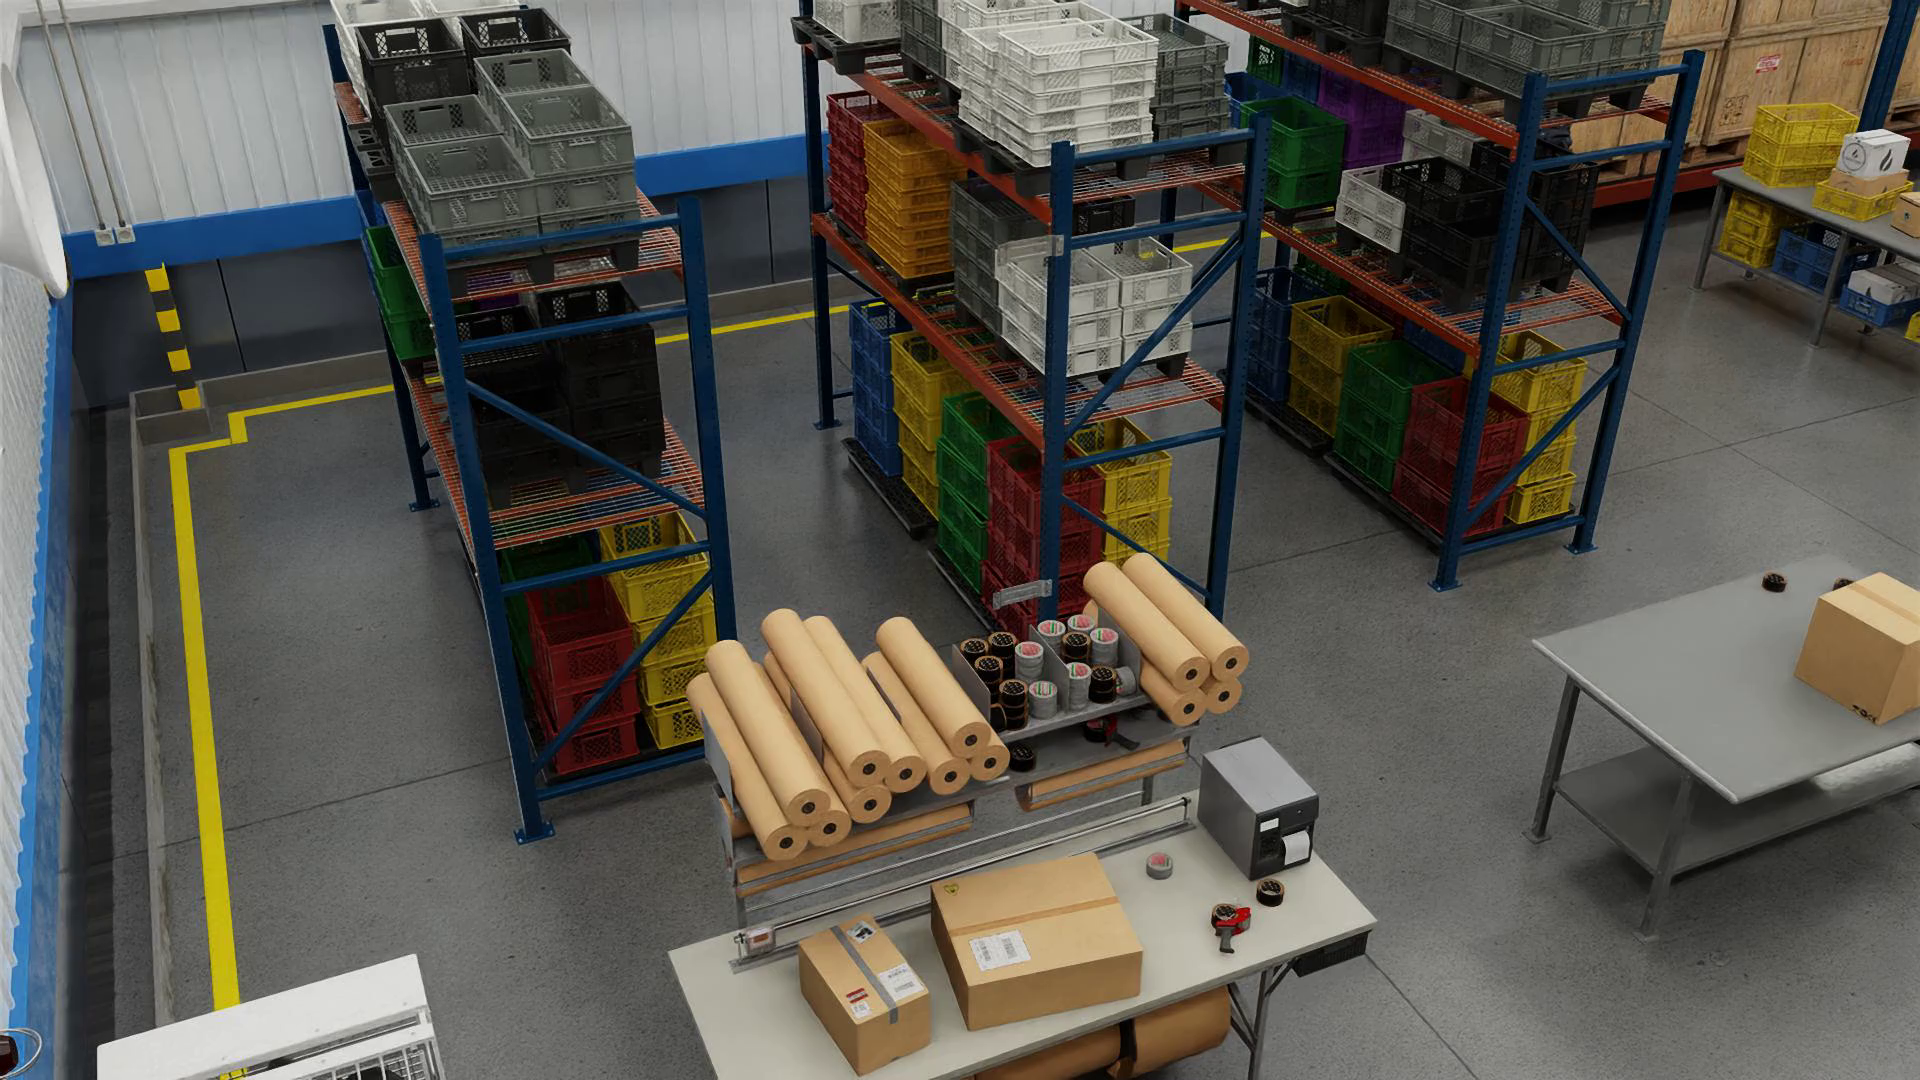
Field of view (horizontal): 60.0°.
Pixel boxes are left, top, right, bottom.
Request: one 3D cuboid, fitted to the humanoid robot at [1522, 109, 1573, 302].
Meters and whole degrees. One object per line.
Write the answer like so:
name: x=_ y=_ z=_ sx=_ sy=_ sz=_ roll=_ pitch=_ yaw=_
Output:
humanoid robot: x=4.500 y=-2.647 z=12.914 sx=0.331 sy=1.657 sz=0.586 roll=-8 pitch=33 yaw=-13
